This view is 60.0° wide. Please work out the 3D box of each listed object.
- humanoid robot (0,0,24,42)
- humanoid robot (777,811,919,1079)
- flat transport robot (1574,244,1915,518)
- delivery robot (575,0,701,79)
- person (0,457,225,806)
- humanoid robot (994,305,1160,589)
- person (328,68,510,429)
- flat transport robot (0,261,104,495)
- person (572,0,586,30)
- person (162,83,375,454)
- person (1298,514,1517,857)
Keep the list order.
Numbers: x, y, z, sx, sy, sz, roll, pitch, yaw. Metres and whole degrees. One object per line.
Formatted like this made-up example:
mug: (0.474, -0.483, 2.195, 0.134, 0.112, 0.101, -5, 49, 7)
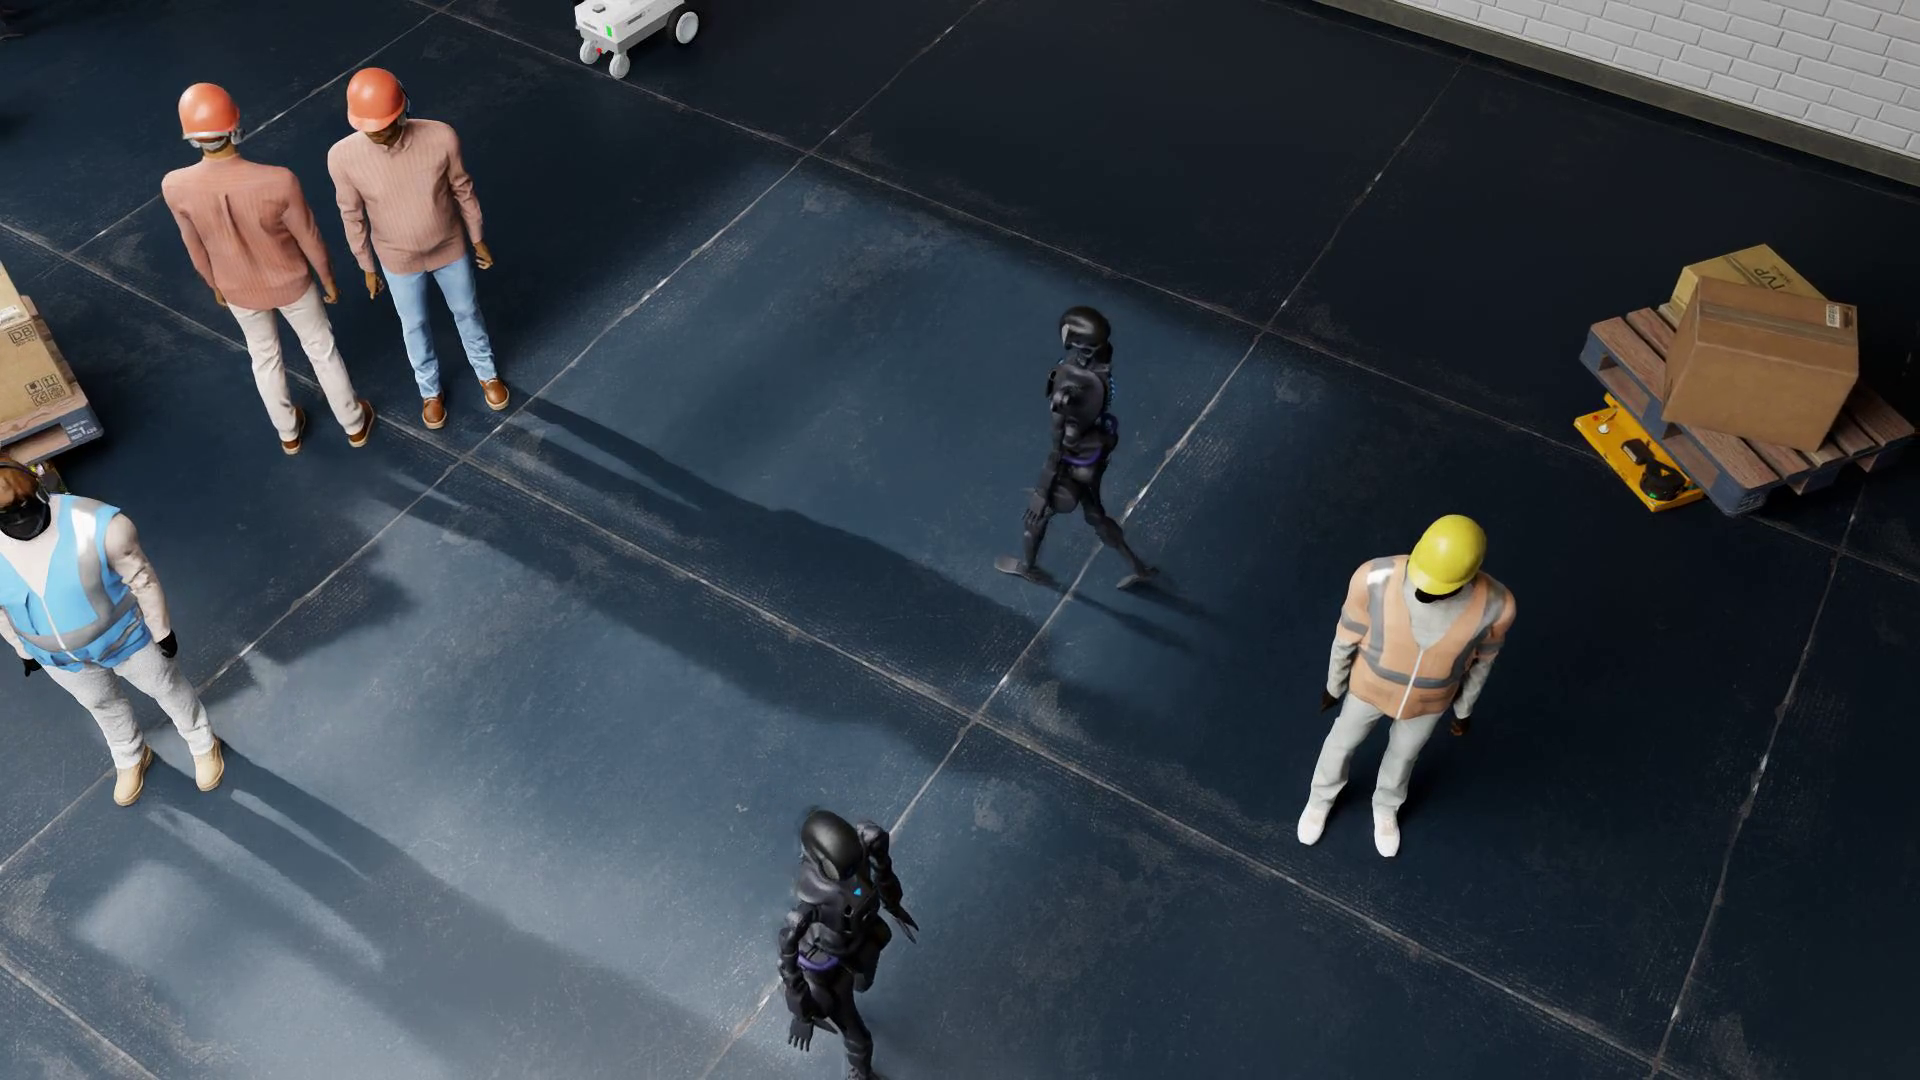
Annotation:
humanoid robot: (-6.235, -3.827, 10.224, 0.323, 1.657, 0.603, -11, 50, -10)
humanoid robot: (-0.453, 1.375, 5.691, 0.641, 1.637, 0.613, 28, 55, 23)
flat transport robot: (3.887, -0.598, 8.338, 1.431, 0.231, 0.659, -17, 51, -14)
delivery robot: (-2.062, -3.343, 10.560, 0.499, 0.614, 0.803, 30, 55, 24)
person: (-3.359, 0.373, 6.444, 0.625, 1.847, 0.429, -9, 49, -7)
humanoid robot: (0.538, -0.340, 7.199, 0.725, 1.636, 0.611, 21, 52, 17)
person: (-2.539, -1.367, 7.868, 0.619, 1.990, 0.388, -18, 51, -15)
flat transport robot: (-4.947, -0.475, 8.230, 0.659, 0.231, 1.431, -29, 55, -23)
person: (-2.388, -3.956, 10.294, 0.787, 1.737, 0.507, 27, 54, 22)
person: (-3.220, -1.231, 7.757, 0.614, 1.985, 0.418, -5, 49, -4)
person: (1.659, 0.559, 6.229, 0.587, 1.923, 0.379, 10, 50, 9)
